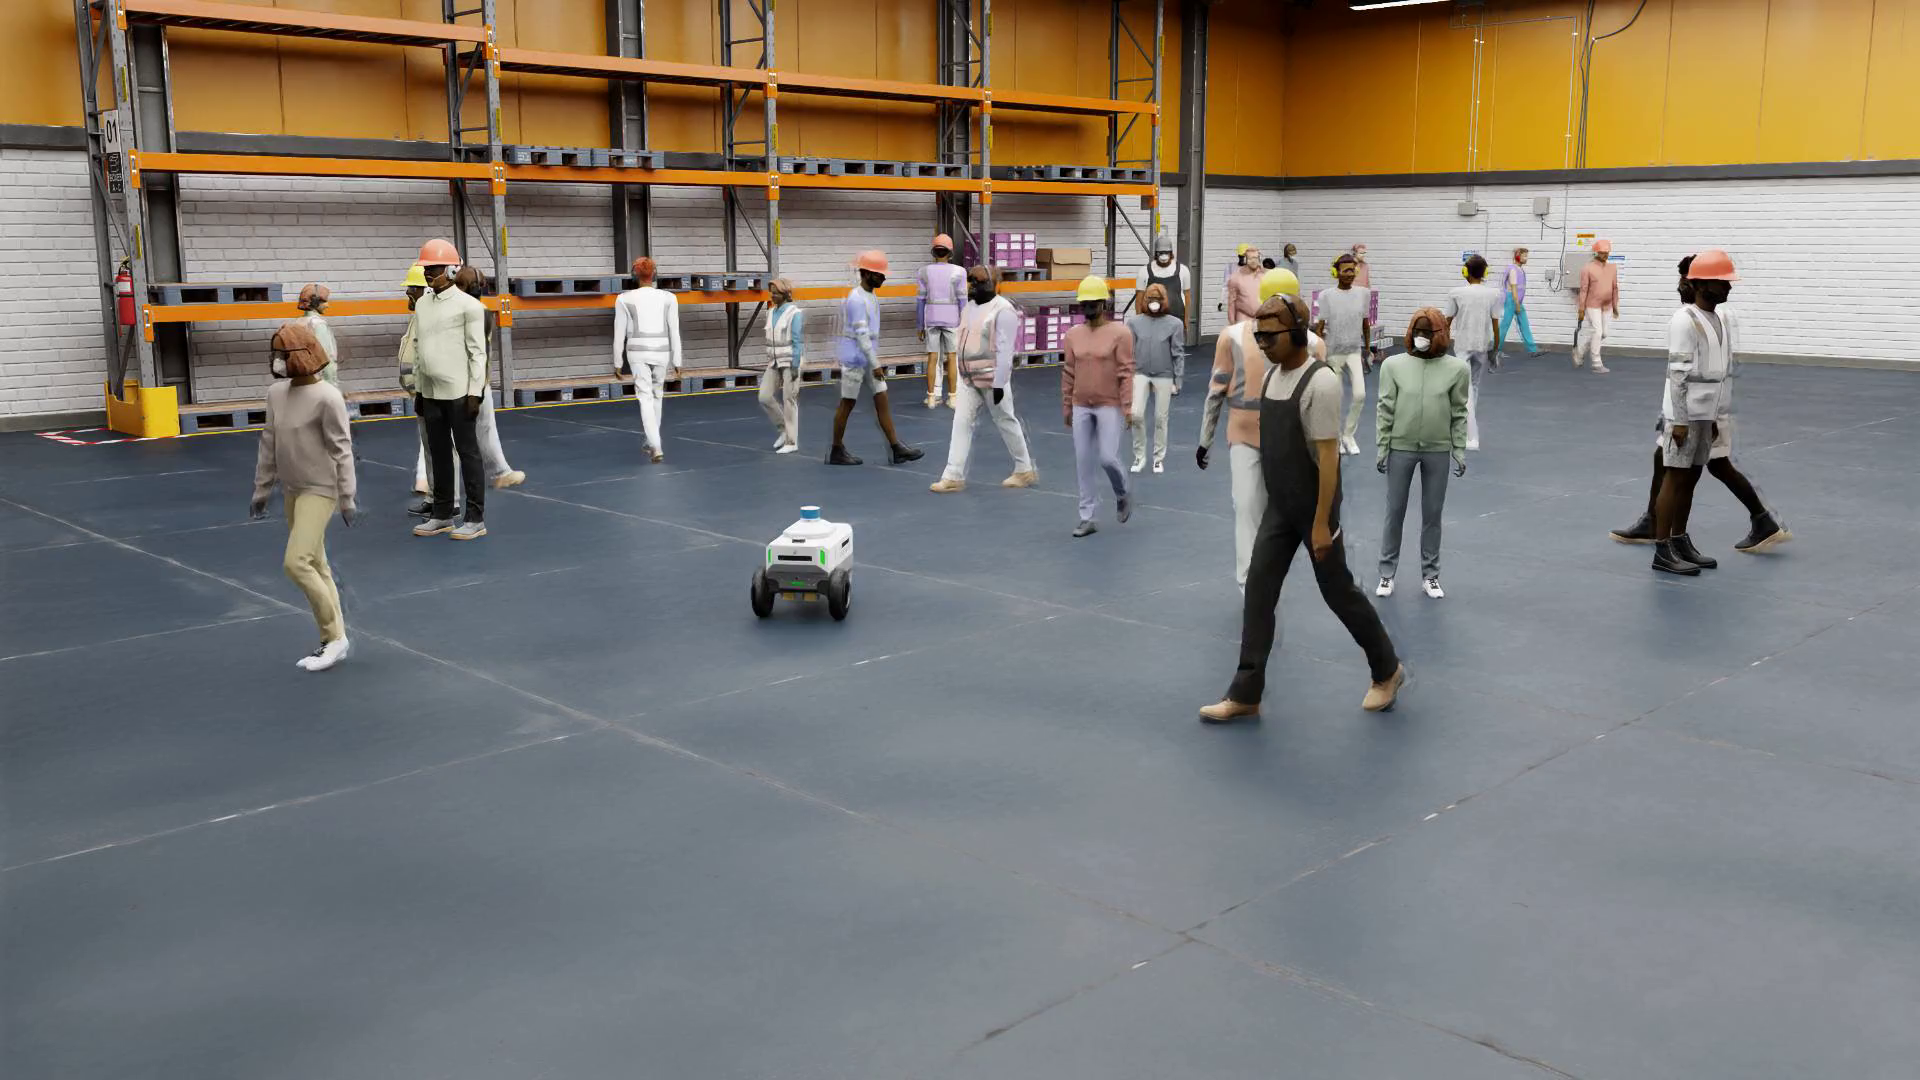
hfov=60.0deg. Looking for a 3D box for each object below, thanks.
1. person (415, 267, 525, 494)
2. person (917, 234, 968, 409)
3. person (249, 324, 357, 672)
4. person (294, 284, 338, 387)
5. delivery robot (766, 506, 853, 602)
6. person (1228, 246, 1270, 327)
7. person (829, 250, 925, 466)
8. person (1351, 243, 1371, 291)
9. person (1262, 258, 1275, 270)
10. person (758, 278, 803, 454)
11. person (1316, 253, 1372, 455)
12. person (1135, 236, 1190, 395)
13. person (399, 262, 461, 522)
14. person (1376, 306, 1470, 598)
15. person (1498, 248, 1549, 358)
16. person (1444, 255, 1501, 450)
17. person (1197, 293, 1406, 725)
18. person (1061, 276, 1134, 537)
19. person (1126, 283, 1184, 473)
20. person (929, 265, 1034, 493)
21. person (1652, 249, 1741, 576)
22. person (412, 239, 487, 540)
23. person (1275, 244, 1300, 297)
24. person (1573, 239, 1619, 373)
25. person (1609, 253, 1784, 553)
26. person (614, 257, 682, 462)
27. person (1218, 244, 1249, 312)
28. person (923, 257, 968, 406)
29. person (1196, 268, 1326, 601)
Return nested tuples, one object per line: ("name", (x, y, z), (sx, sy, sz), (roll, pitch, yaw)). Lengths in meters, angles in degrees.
("person", (-3.923, -1.249, 13.092), (0.674, 1.782, 1.000), (6, 12, 29))
("person", (-0.202, -2.547, 19.433), (0.607, 2.040, 0.390), (3, 11, 14))
("person", (-3.060, -0.187, 7.722), (0.506, 1.620, 0.430), (8, 13, 38))
("person", (-5.134, -1.221, 13.298), (0.310, 1.639, 0.514), (-10, 14, -43))
("delivery robot", (-0.809, 0.061, 9.008), (0.477, 0.478, 0.707), (2, 10, 8))
("person", (3.765, -2.844, 21.466), (0.645, 1.885, 0.797), (-1, 10, -7))
("person", (-0.750, -1.563, 14.485), (0.950, 1.884, 0.545), (3, 11, 17))
("person", (6.793, -4.159, 28.660), (0.715, 1.882, 0.446), (-9, 13, -39))
("person", (5.178, -3.899, 27.906), (0.542, 1.641, 0.739), (6, 12, 31))
("person", (-1.647, -1.606, 15.438), (0.520, 1.629, 0.367), (9, 14, 41))
("person", (3.543, -1.696, 15.293), (0.569, 1.853, 0.471), (0, 10, -2))
("person", (2.558, -2.846, 21.062), (0.698, 2.000, 0.926), (1, 10, 7))
("person", (-3.759, -1.044, 11.801), (0.403, 1.834, 0.589), (-7, 12, -33))
("person", (2.574, -0.484, 9.295), (0.499, 1.632, 0.285), (2, 11, 11))
("person", (9.234, -3.877, 27.327), (0.952, 1.800, 0.580), (7, 13, 34))
("person", (4.843, -1.803, 15.948), (0.536, 1.824, 0.935), (-1, 10, -3))
("person", (1.483, -0.131, 6.932), (0.959, 1.801, 0.550), (-4, 11, -23))
("person", (0.944, -0.906, 11.252), (0.543, 1.752, 0.485), (6, 12, 30))
("person", (1.637, -1.355, 14.101), (0.512, 1.615, 0.507), (3, 11, 13))
("person", (0.219, -1.276, 13.187), (0.950, 1.798, 0.641), (-8, 13, -37))
("person", (4.434, -0.765, 9.996), (0.546, 1.939, 0.375), (-10, 14, -42))
("person", (-3.428, -1.001, 11.125), (0.609, 1.995, 0.376), (6, 12, 28))
("person", (5.638, -4.205, 28.959), (0.839, 1.889, 0.647), (7, 13, 35))
("person", (9.440, -3.487, 24.742), (0.606, 1.975, 0.812), (-4, 11, -21))
("person", (4.823, -0.878, 10.693), (0.998, 1.925, 0.598), (3, 11, 14))
("person", (-2.819, -1.634, 15.043), (0.583, 1.839, 0.988), (-5, 11, -24))
("person", (4.600, -3.926, 27.414), (0.598, 1.864, 1.036), (6, 12, 30))
("person", (-0.186, -2.544, 19.844), (0.584, 1.882, 0.346), (6, 12, 30))
("person", (1.624, -0.531, 8.971), (0.658, 1.845, 1.024), (1, 10, 3))
